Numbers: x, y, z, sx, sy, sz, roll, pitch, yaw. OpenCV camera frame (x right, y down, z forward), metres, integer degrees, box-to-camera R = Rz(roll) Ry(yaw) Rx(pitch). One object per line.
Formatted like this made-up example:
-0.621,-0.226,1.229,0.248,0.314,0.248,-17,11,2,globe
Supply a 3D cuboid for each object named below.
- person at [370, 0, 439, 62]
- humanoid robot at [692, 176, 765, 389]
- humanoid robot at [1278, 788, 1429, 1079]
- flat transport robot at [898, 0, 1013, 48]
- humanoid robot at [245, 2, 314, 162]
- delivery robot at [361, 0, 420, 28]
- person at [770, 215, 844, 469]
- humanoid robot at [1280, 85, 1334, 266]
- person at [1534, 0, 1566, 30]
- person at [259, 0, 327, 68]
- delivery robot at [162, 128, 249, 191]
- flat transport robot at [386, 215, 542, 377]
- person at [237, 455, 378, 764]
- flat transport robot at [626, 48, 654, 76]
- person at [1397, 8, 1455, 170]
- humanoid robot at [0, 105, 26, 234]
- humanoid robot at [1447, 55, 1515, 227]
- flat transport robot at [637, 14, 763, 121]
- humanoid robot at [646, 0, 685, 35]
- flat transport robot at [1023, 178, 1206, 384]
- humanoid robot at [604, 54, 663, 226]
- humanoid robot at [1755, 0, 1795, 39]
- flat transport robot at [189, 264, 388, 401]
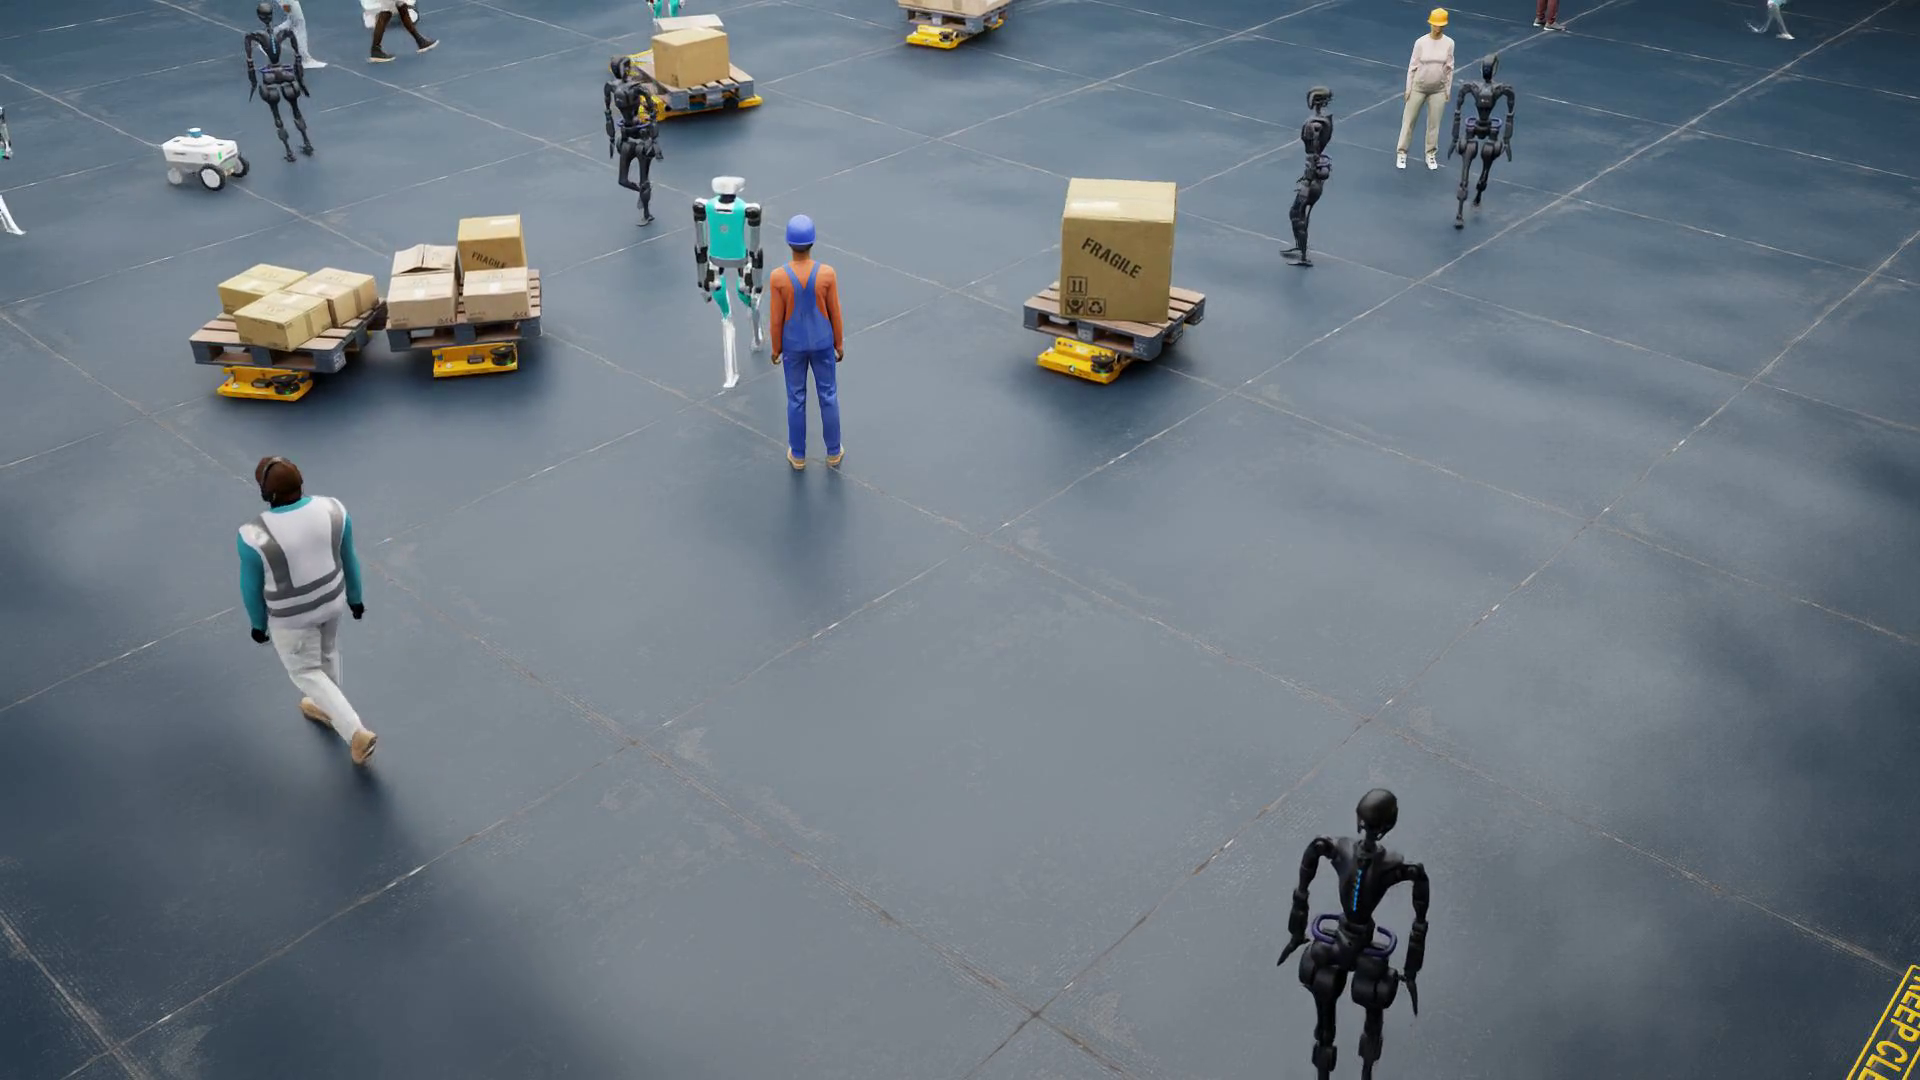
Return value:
-7.174,-7.034,20.936,0.988,1.915,0.627,-19,36,-27,person
-1.755,-2.139,13.241,0.561,1.792,0.938,3,32,5,humanoid robot
1.650,1.762,6.992,0.610,1.644,0.400,13,34,20,humanoid robot
-0.065,-6.844,22.175,0.659,0.231,1.431,17,36,26,flat transport robot
-7.238,-4.854,17.639,0.593,1.652,0.333,-18,36,-26,humanoid robot
-7.757,-7.287,22.619,0.797,0.595,0.499,-11,33,-17,delivery robot
-1.089,-1.394,11.845,0.519,1.911,0.362,-4,32,-7,person
3.158,-3.303,15.137,0.383,1.651,0.608,6,32,9,humanoid robot
7.974,-7.743,22.157,0.369,1.814,0.534,-8,33,-13,person
-8.358,-6.728,20.461,0.661,1.888,0.610,-10,33,-16,person
-7.844,-3.964,17.276,0.781,0.605,0.499,7,33,11,delivery robot
-4.114,-1.764,13.994,0.659,0.231,1.431,-6,32,-10,flat transport robot
-3.536,0.378,9.082,0.817,1.819,0.620,21,38,30,person
-3.562,-5.809,20.508,1.431,0.231,0.659,21,38,30,flat transport robot
4.897,-4.710,17.395,0.462,1.689,0.339,3,32,4,person
-9.519,-3.790,15.881,0.933,1.771,0.538,14,34,21,humanoid robot
5.070,-3.892,16.145,0.607,1.638,0.792,10,33,15,humanoid robot
-3.105,-5.176,19.489,1.431,0.231,0.659,-16,35,-24,flat transport robot
-3.704,-6.816,20.761,0.536,1.824,0.682,-11,33,-16,humanoid robot
1.274,-1.723,13.929,0.659,0.231,1.431,19,36,27,flat transport robot
-3.106,-3.892,16.091,0.615,1.647,0.454,13,34,20,humanoid robot
10.867,-7.391,21.765,0.809,1.882,0.542,25,40,34,humanoid robot
-5.423,-1.542,13.637,0.659,0.231,1.431,5,32,7,flat transport robot
